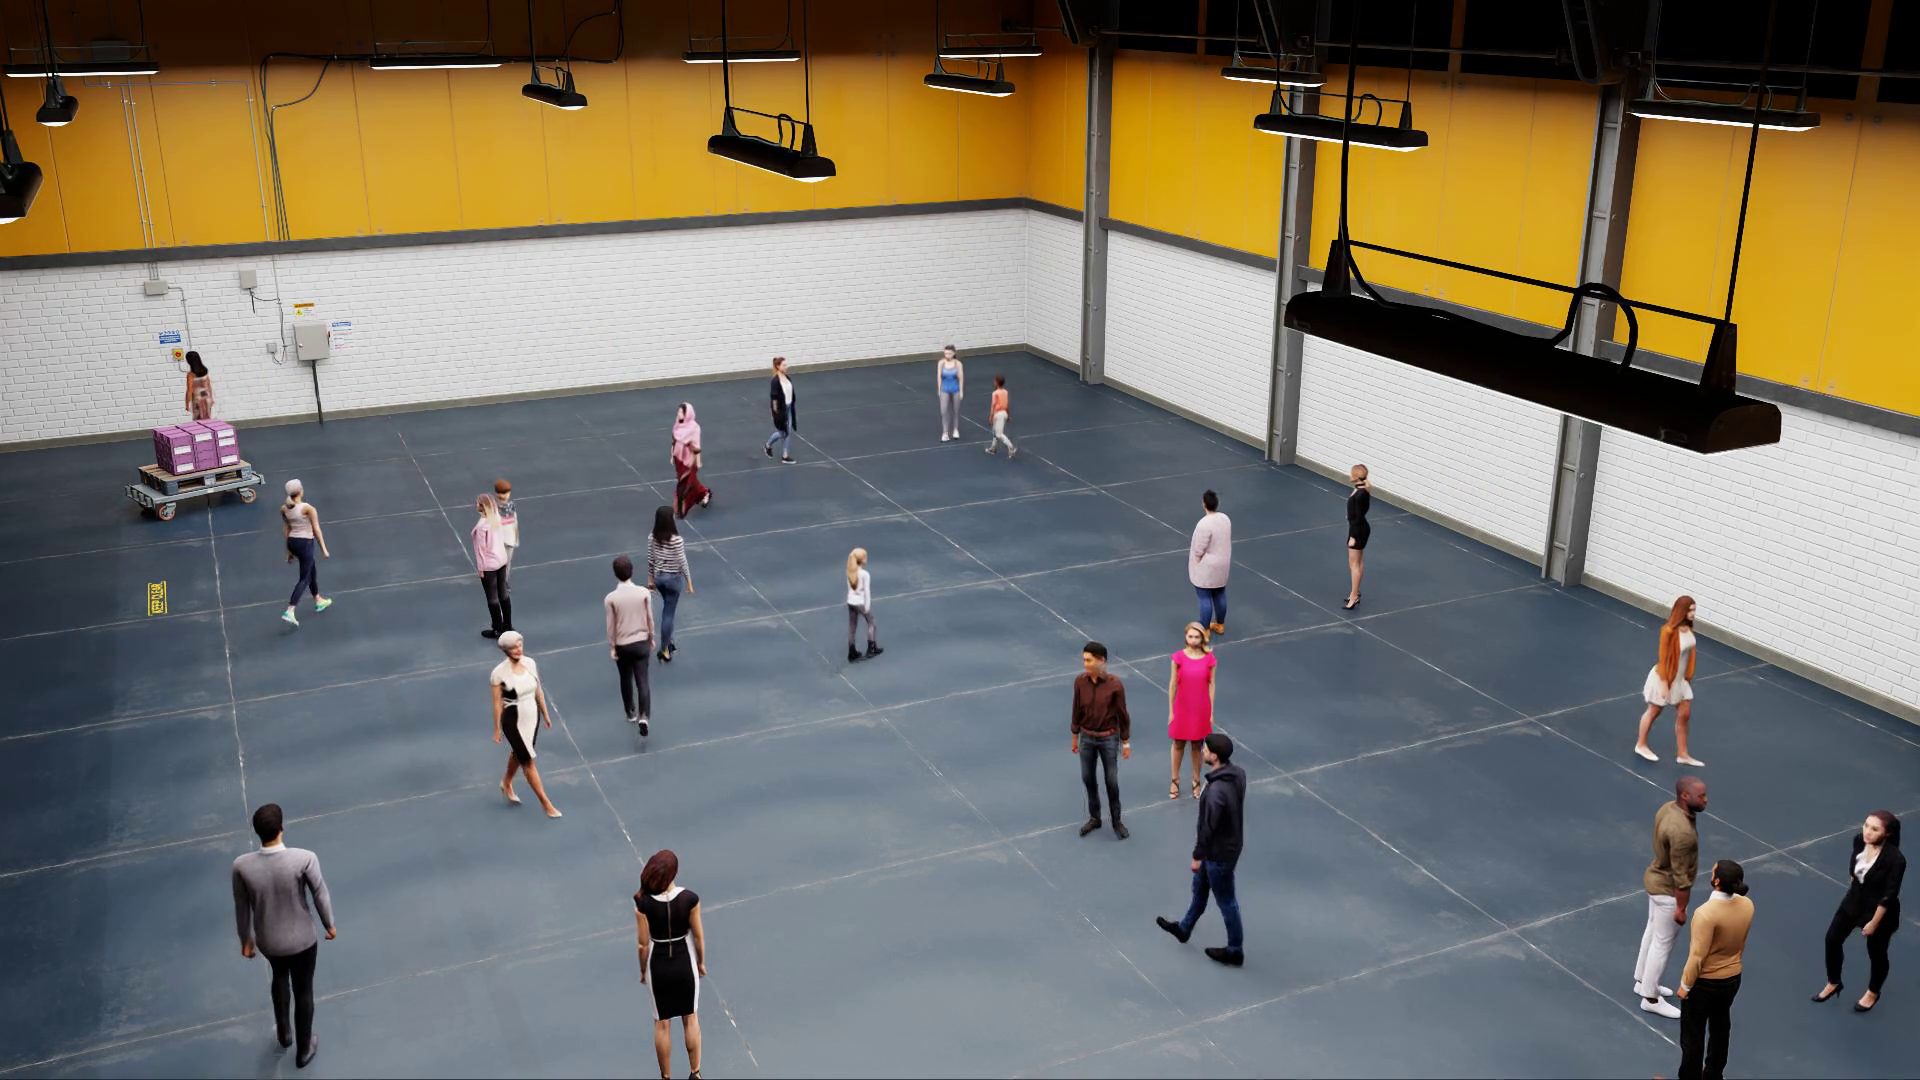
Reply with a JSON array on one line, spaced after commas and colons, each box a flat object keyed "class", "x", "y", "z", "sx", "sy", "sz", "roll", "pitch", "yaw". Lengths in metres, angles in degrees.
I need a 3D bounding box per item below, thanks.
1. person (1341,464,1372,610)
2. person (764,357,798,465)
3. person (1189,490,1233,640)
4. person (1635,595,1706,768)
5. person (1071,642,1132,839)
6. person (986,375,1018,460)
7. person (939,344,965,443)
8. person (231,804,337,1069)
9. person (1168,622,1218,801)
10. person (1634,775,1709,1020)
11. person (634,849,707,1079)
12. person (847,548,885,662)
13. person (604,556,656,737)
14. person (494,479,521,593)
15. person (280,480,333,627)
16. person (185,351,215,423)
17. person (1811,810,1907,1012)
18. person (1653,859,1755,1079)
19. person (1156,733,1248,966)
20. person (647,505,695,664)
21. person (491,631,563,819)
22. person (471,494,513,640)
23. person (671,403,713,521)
[{"class": "person", "x": 4.698, "y": -0.052, "z": 19.700, "sx": 0.702, "sy": 1.768, "sz": 0.641, "roll": 7, "pitch": 20, "yaw": 19}, {"class": "person", "x": -2.801, "y": -1.996, "z": 25.622, "sx": 0.912, "sy": 1.673, "sz": 0.833, "roll": 10, "pitch": 21, "yaw": 27}, {"class": "person", "x": 2.849, "y": 0.262, "z": 18.811, "sx": 0.741, "sy": 1.740, "sz": 0.691, "roll": -14, "pitch": 23, "yaw": -35}, {"class": "person", "x": 6.670, "y": 1.298, "z": 15.804, "sx": 0.662, "sy": 1.697, "sz": 0.877, "roll": -10, "pitch": 21, "yaw": -28}, {"class": "person", "x": 1.233, "y": 1.734, "z": 14.405, "sx": 0.729, "sy": 1.763, "sz": 0.812, "roll": 5, "pitch": 19, "yaw": 14}, {"class": "person", "x": 0.668, "y": -1.905, "z": 25.960, "sx": 0.950, "sy": 1.284, "sz": 0.732, "roll": 14, "pitch": 23, "yaw": 36}, {"class": "person", "x": -0.128, "y": -2.401, "z": 26.971, "sx": 0.871, "sy": 1.580, "sz": 0.995, "roll": 1, "pitch": 19, "yaw": 3}, {"class": "person", "x": -4.578, "y": 2.720, "z": 11.246, "sx": 0.842, "sy": 1.910, "sz": 0.830, "roll": -1, "pitch": 19, "yaw": -3}, {"class": "person", "x": 2.099, "y": 1.531, "z": 15.062, "sx": 0.663, "sy": 1.728, "sz": 0.686, "roll": 2, "pitch": 19, "yaw": 5}, {"class": "person", "x": 5.096, "y": 2.525, "z": 11.962, "sx": 0.861, "sy": 1.824, "sz": 0.770, "roll": 5, "pitch": 19, "yaw": 13}, {"class": "person", "x": -1.906, "y": 2.863, "z": 11.002, "sx": 0.622, "sy": 1.796, "sz": 0.546, "roll": -4, "pitch": 19, "yaw": -13}, {"class": "person", "x": -1.150, "y": 0.720, "z": 18.196, "sx": 0.694, "sy": 1.266, "sz": 0.723, "roll": 12, "pitch": 22, "yaw": 31}, {"class": "person", "x": -3.214, "y": 1.064, "z": 16.365, "sx": 0.751, "sy": 1.783, "sz": 1.169, "roll": -5, "pitch": 19, "yaw": -15}, {"class": "person", "x": -5.603, "y": -0.061, "z": 20.265, "sx": 0.628, "sy": 1.425, "sz": 0.711, "roll": -14, "pitch": 23, "yaw": -36}, {"class": "person", "x": -7.635, "y": 0.170, "z": 19.203, "sx": 1.120, "sy": 1.665, "sz": 1.190, "roll": 6, "pitch": 20, "yaw": 18}, {"class": "person", "x": -11.893, "y": -2.176, "z": 26.214, "sx": 0.872, "sy": 1.636, "sz": 0.803, "roll": 5, "pitch": 19, "yaw": 14}, {"class": "person", "x": 6.575, "y": 2.646, "z": 11.895, "sx": 0.667, "sy": 1.637, "sz": 0.628, "roll": -6, "pitch": 20, "yaw": -18}, {"class": "person", "x": 4.953, "y": 2.894, "z": 10.974, "sx": 0.662, "sy": 1.754, "sz": 0.575, "roll": -9, "pitch": 21, "yaw": -26}, {"class": "person", "x": 2.036, "y": 2.344, "z": 12.430, "sx": 1.119, "sy": 1.868, "sz": 1.032, "roll": 9, "pitch": 20, "yaw": 24}, {"class": "person", "x": -3.210, "y": 0.524, "z": 17.982, "sx": 0.753, "sy": 1.773, "sz": 0.815, "roll": 8, "pitch": 20, "yaw": 23}, {"class": "person", "x": -3.965, "y": 1.627, "z": 14.813, "sx": 1.177, "sy": 1.704, "sz": 0.988, "roll": 13, "pitch": 22, "yaw": 33}, {"class": "person", "x": -5.285, "y": 0.276, "z": 18.853, "sx": 0.736, "sy": 1.687, "sz": 0.673, "roll": 6, "pitch": 20, "yaw": 18}, {"class": "person", "x": -3.752, "y": -1.124, "z": 23.127, "sx": 1.063, "sy": 1.612, "sz": 0.975, "roll": 16, "pitch": 24, "yaw": 39}]
